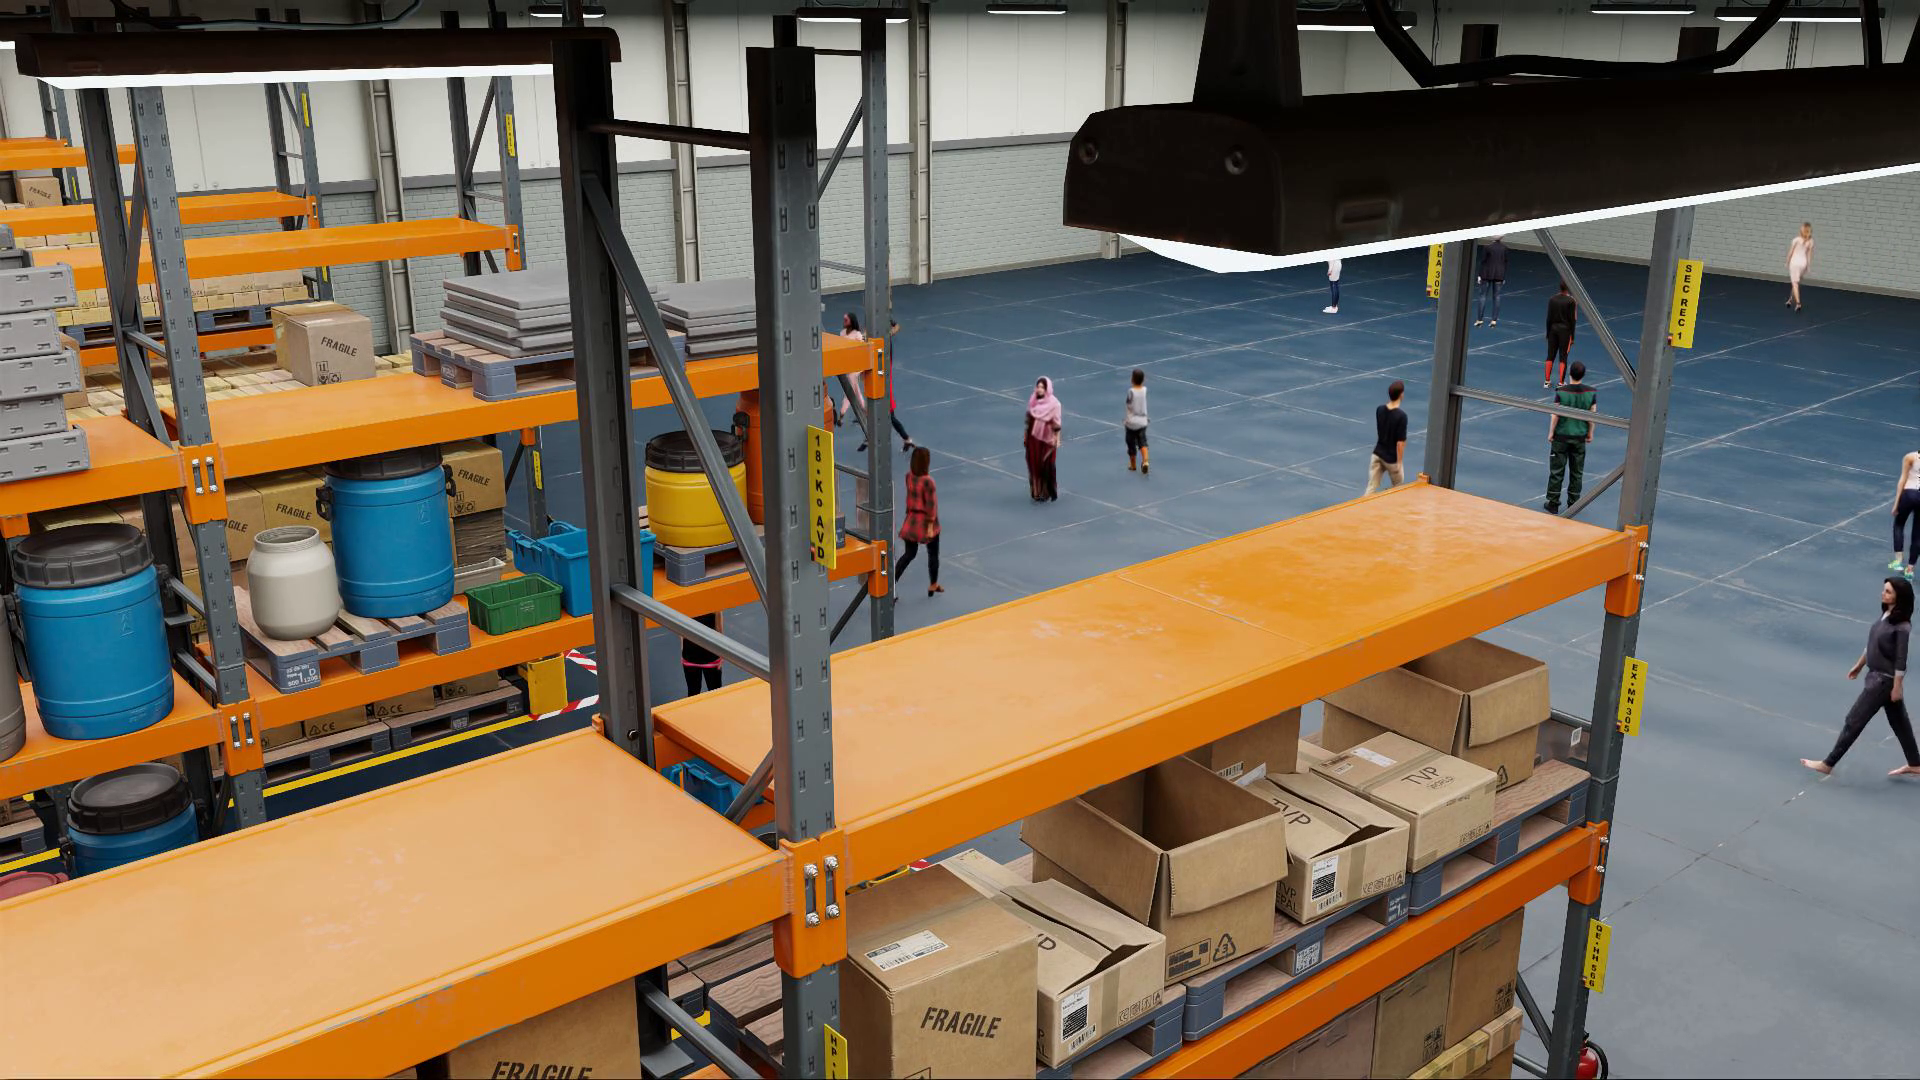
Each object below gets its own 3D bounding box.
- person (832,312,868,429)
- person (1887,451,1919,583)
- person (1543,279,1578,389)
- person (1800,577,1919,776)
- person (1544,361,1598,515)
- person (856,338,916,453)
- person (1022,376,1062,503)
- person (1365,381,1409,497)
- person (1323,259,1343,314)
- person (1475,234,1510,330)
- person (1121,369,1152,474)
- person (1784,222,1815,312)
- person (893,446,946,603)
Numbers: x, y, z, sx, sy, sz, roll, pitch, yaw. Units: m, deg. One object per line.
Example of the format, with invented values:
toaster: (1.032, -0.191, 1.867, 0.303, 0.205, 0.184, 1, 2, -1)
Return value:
person: (-1.533, -2.531, 24.726, 1.051, 1.685, 0.649, -16, 24, -40)
person: (10.407, -0.363, 18.063, 0.750, 1.687, 0.792, 6, 19, 18)
person: (9.778, -3.368, 27.095, 0.652, 1.808, 0.582, 15, 23, 38)
person: (7.533, 1.148, 13.374, 1.113, 1.718, 1.170, 4, 19, 13)
person: (7.525, -1.272, 20.512, 0.752, 1.901, 0.813, 1, 18, 5)
person: (-0.984, -1.988, 23.022, 1.121, 1.707, 1.053, 1, 18, 4)
person: (1.072, -1.285, 20.999, 0.728, 1.624, 0.751, 11, 21, 30)
person: (4.978, -0.924, 19.604, 1.178, 1.801, 0.685, -17, 24, -41)
person: (7.610, -5.508, 33.720, 0.742, 1.776, 0.604, 9, 20, 25)
person: (9.337, -4.628, 29.259, 0.821, 1.781, 0.785, 2, 18, 7)
person: (2.391, -1.616, 22.305, 0.757, 1.443, 0.764, -5, 19, -14)
person: (16.953, -5.470, 33.591, 1.044, 1.784, 1.076, 1, 18, 2)
person: (-0.475, -0.132, 17.369, 0.687, 1.678, 1.083, 16, 24, 41)
